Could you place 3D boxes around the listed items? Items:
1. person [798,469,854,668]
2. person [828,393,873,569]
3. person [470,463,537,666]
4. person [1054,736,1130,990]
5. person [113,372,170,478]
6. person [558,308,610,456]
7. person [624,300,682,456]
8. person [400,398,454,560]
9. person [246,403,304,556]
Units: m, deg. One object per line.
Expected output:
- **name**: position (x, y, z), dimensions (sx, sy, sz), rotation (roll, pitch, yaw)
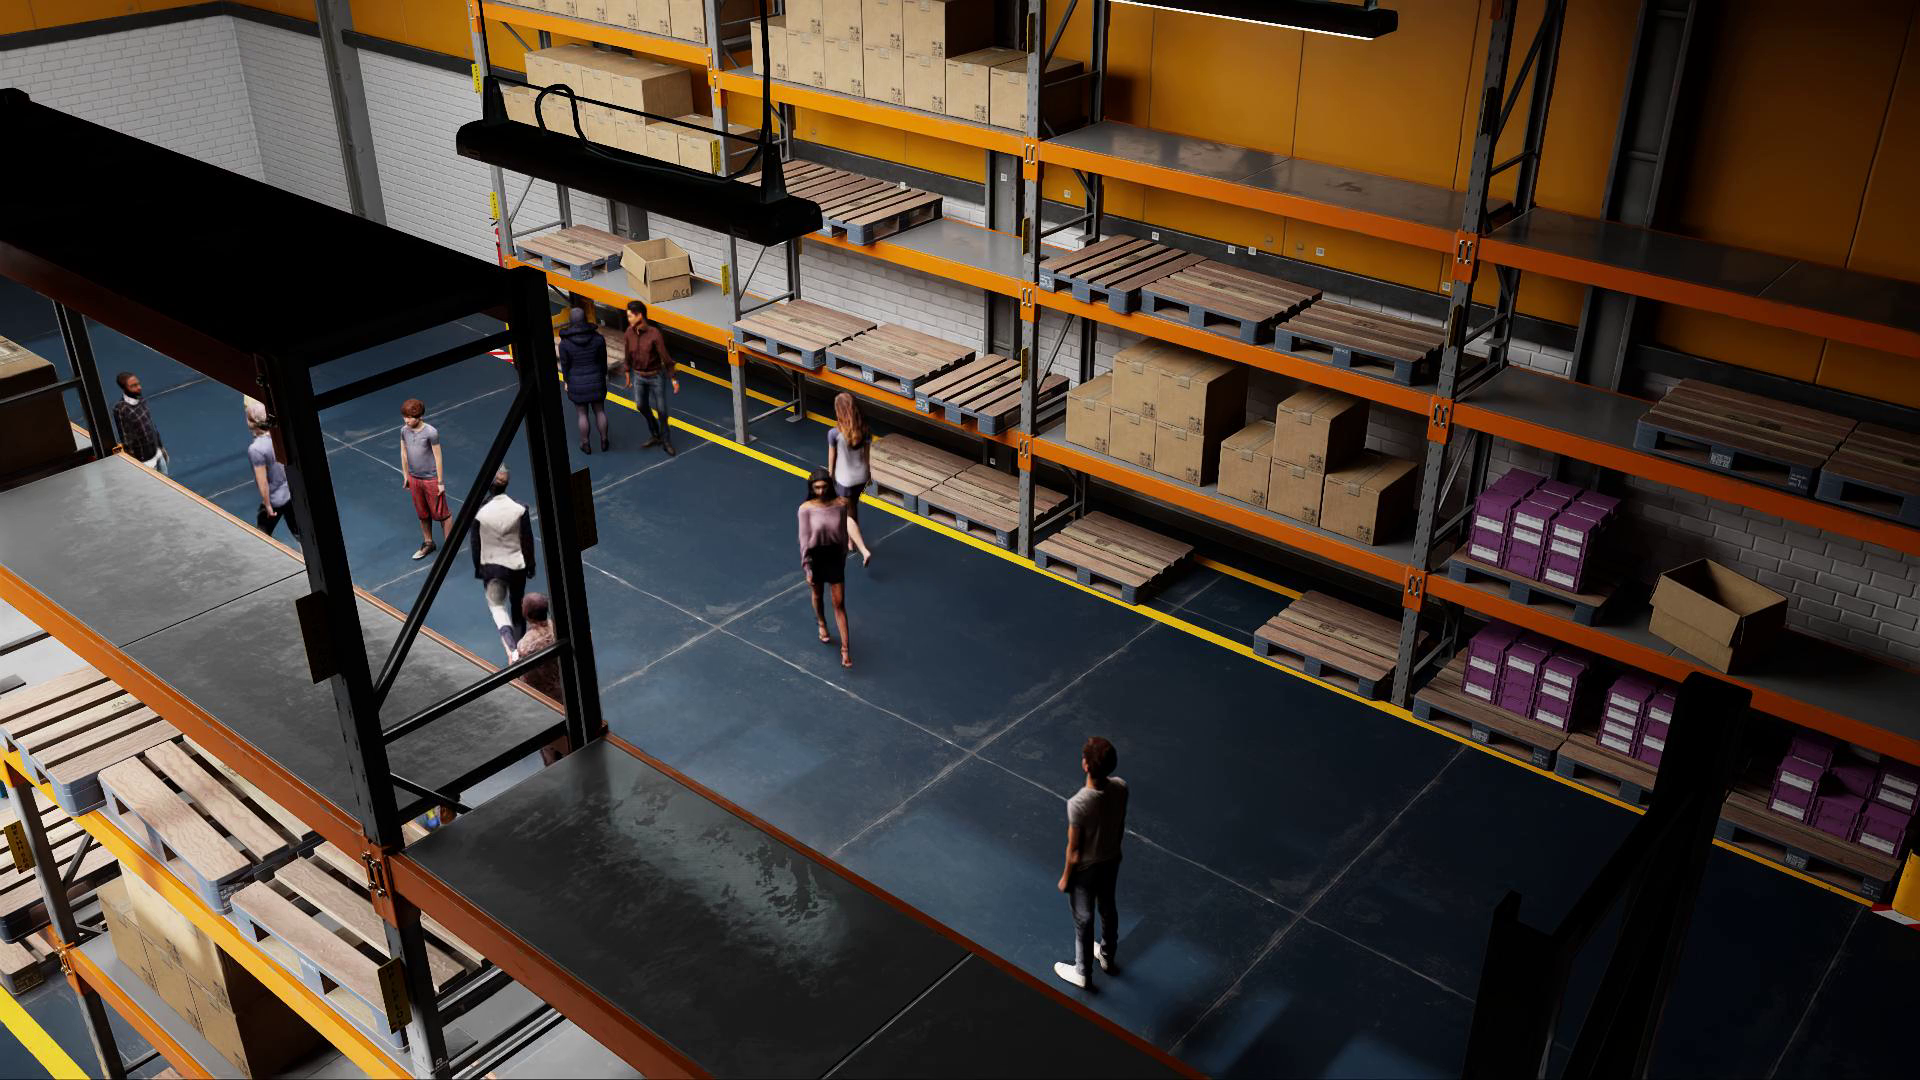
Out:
- **person**: position (-1.216, 0.177, 14.362), dimensions (0.979, 1.772, 1.129), rotation (-8, 30, -14)
- **person**: position (-1.002, -0.535, 15.743), dimensions (0.814, 1.701, 1.076), rotation (-16, 33, -27)
- **person**: position (-3.849, 0.272, 14.090), dimensions (0.962, 1.866, 1.168), rotation (-11, 31, -20)
- **person**: position (0.867, 2.078, 10.746), dimensions (0.702, 1.899, 0.618), rotation (-21, 35, -34)
- **person**: position (-7.993, -0.791, 16.109), dimensions (1.070, 1.800, 0.995), rotation (-1, 29, -2)
- **person**: position (-4.035, -1.726, 17.954), dimensions (0.785, 1.674, 0.810), rotation (-11, 30, -19)
- **person**: position (-3.339, -1.764, 17.927), dimensions (0.699, 1.766, 0.950), rotation (4, 29, 8)
- **person**: position (-5.100, -0.592, 15.899), dimensions (0.595, 1.651, 0.714), rotation (8, 30, 14)
- **person**: position (-6.157, -0.371, 15.267), dimensions (0.823, 1.868, 0.793), rotation (11, 30, 19)
